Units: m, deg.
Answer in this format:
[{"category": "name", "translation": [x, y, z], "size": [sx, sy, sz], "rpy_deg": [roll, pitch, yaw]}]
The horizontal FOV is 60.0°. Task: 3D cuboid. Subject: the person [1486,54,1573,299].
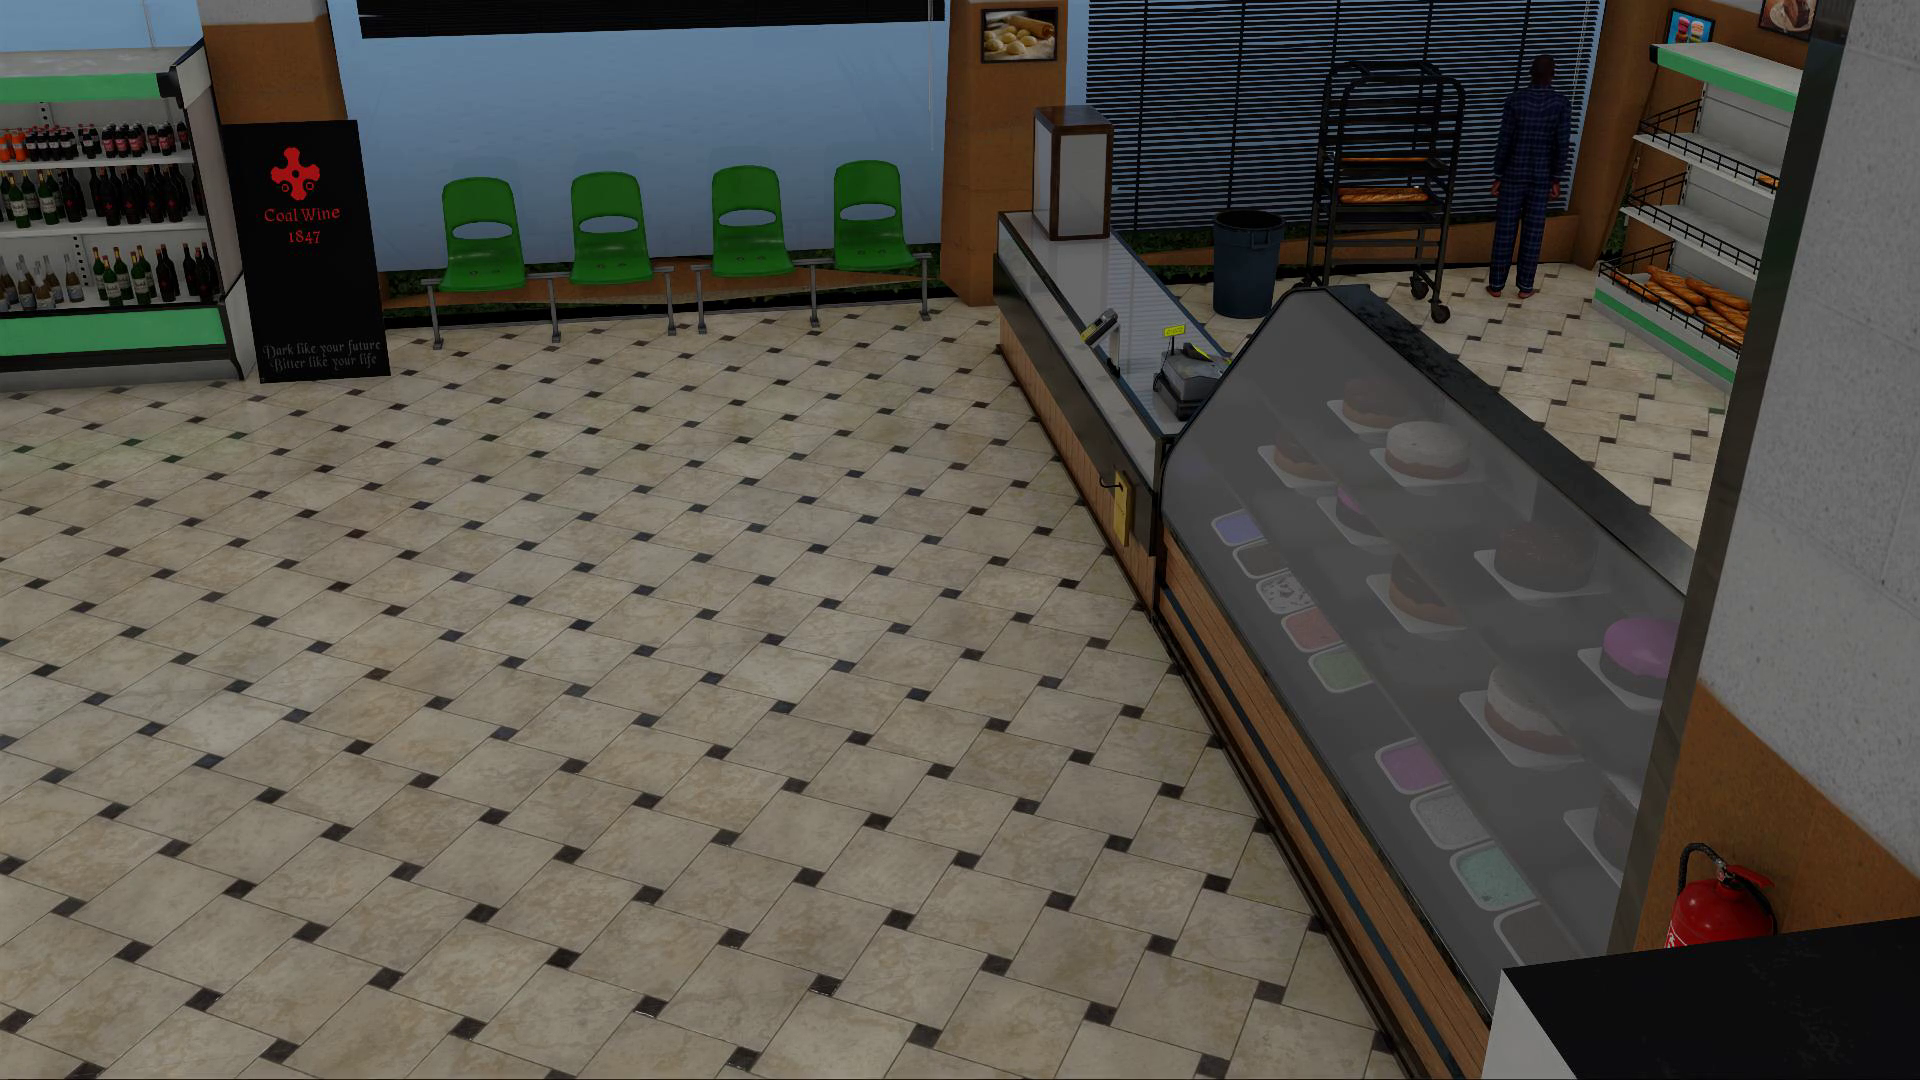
[{"category": "person", "translation": [4.257, -2.733, 12.518], "size": [0.702, 1.823, 0.831], "rpy_deg": [7, 28, 14]}]
